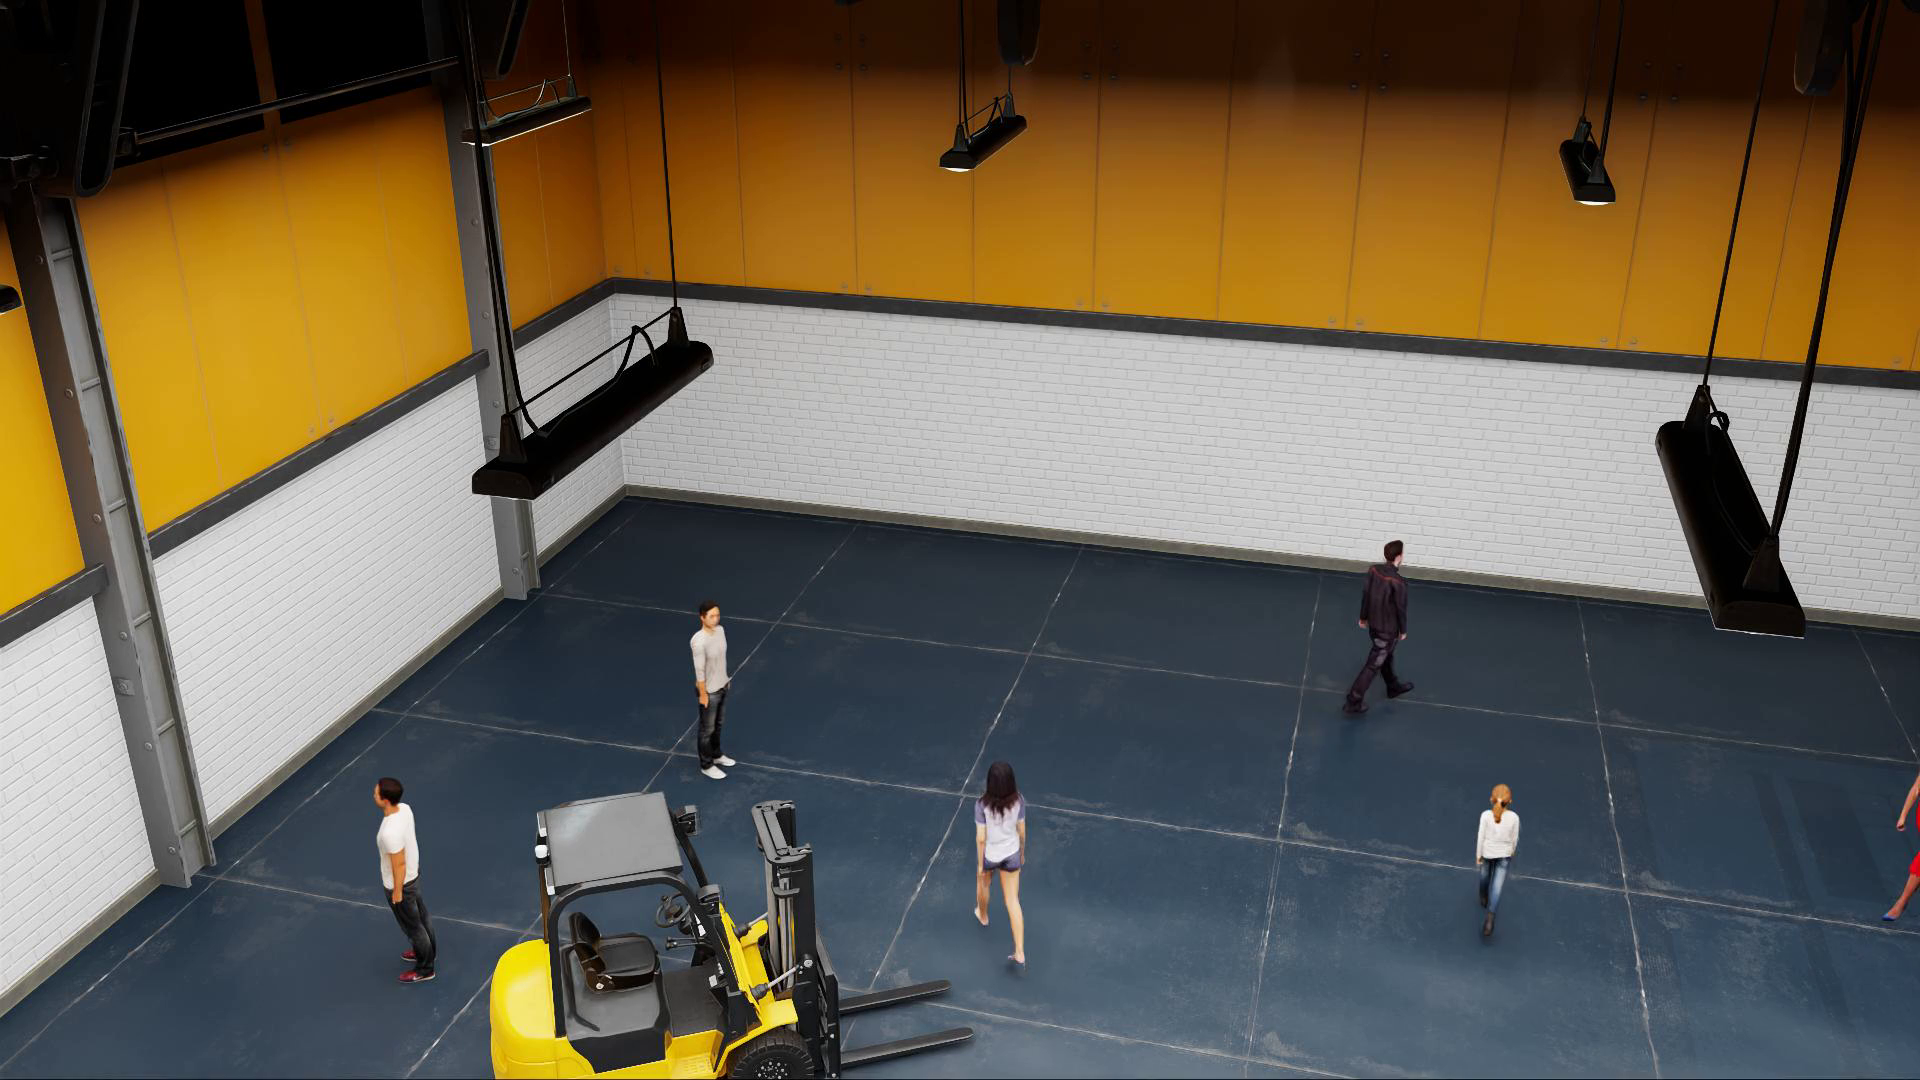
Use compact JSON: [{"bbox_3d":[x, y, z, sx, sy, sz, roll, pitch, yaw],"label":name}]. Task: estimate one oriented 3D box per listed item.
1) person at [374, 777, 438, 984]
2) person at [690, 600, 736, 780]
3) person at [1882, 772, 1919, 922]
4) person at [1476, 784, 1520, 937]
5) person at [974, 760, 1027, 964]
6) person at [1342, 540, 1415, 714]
[{"bbox_3d":[-4.377,2.658,13.106,0.775,1.803,0.619,-3,24,-8],"label":"person"},{"bbox_3d":[-2.403,1.402,15.970,0.731,1.810,0.521,9,25,19],"label":"person"},{"bbox_3d":[8.198,2.369,13.901,1.106,1.695,1.098,-11,26,-23],"label":"person"},{"bbox_3d":[4.436,2.656,13.757,0.516,1.284,0.947,8,25,18],"label":"person"},{"bbox_3d":[0.354,2.605,13.368,0.992,1.690,1.227,-6,24,-14],"label":"person"},{"bbox_3d":[4.264,0.929,16.975,1.243,1.872,1.239,-11,26,-24],"label":"person"}]
